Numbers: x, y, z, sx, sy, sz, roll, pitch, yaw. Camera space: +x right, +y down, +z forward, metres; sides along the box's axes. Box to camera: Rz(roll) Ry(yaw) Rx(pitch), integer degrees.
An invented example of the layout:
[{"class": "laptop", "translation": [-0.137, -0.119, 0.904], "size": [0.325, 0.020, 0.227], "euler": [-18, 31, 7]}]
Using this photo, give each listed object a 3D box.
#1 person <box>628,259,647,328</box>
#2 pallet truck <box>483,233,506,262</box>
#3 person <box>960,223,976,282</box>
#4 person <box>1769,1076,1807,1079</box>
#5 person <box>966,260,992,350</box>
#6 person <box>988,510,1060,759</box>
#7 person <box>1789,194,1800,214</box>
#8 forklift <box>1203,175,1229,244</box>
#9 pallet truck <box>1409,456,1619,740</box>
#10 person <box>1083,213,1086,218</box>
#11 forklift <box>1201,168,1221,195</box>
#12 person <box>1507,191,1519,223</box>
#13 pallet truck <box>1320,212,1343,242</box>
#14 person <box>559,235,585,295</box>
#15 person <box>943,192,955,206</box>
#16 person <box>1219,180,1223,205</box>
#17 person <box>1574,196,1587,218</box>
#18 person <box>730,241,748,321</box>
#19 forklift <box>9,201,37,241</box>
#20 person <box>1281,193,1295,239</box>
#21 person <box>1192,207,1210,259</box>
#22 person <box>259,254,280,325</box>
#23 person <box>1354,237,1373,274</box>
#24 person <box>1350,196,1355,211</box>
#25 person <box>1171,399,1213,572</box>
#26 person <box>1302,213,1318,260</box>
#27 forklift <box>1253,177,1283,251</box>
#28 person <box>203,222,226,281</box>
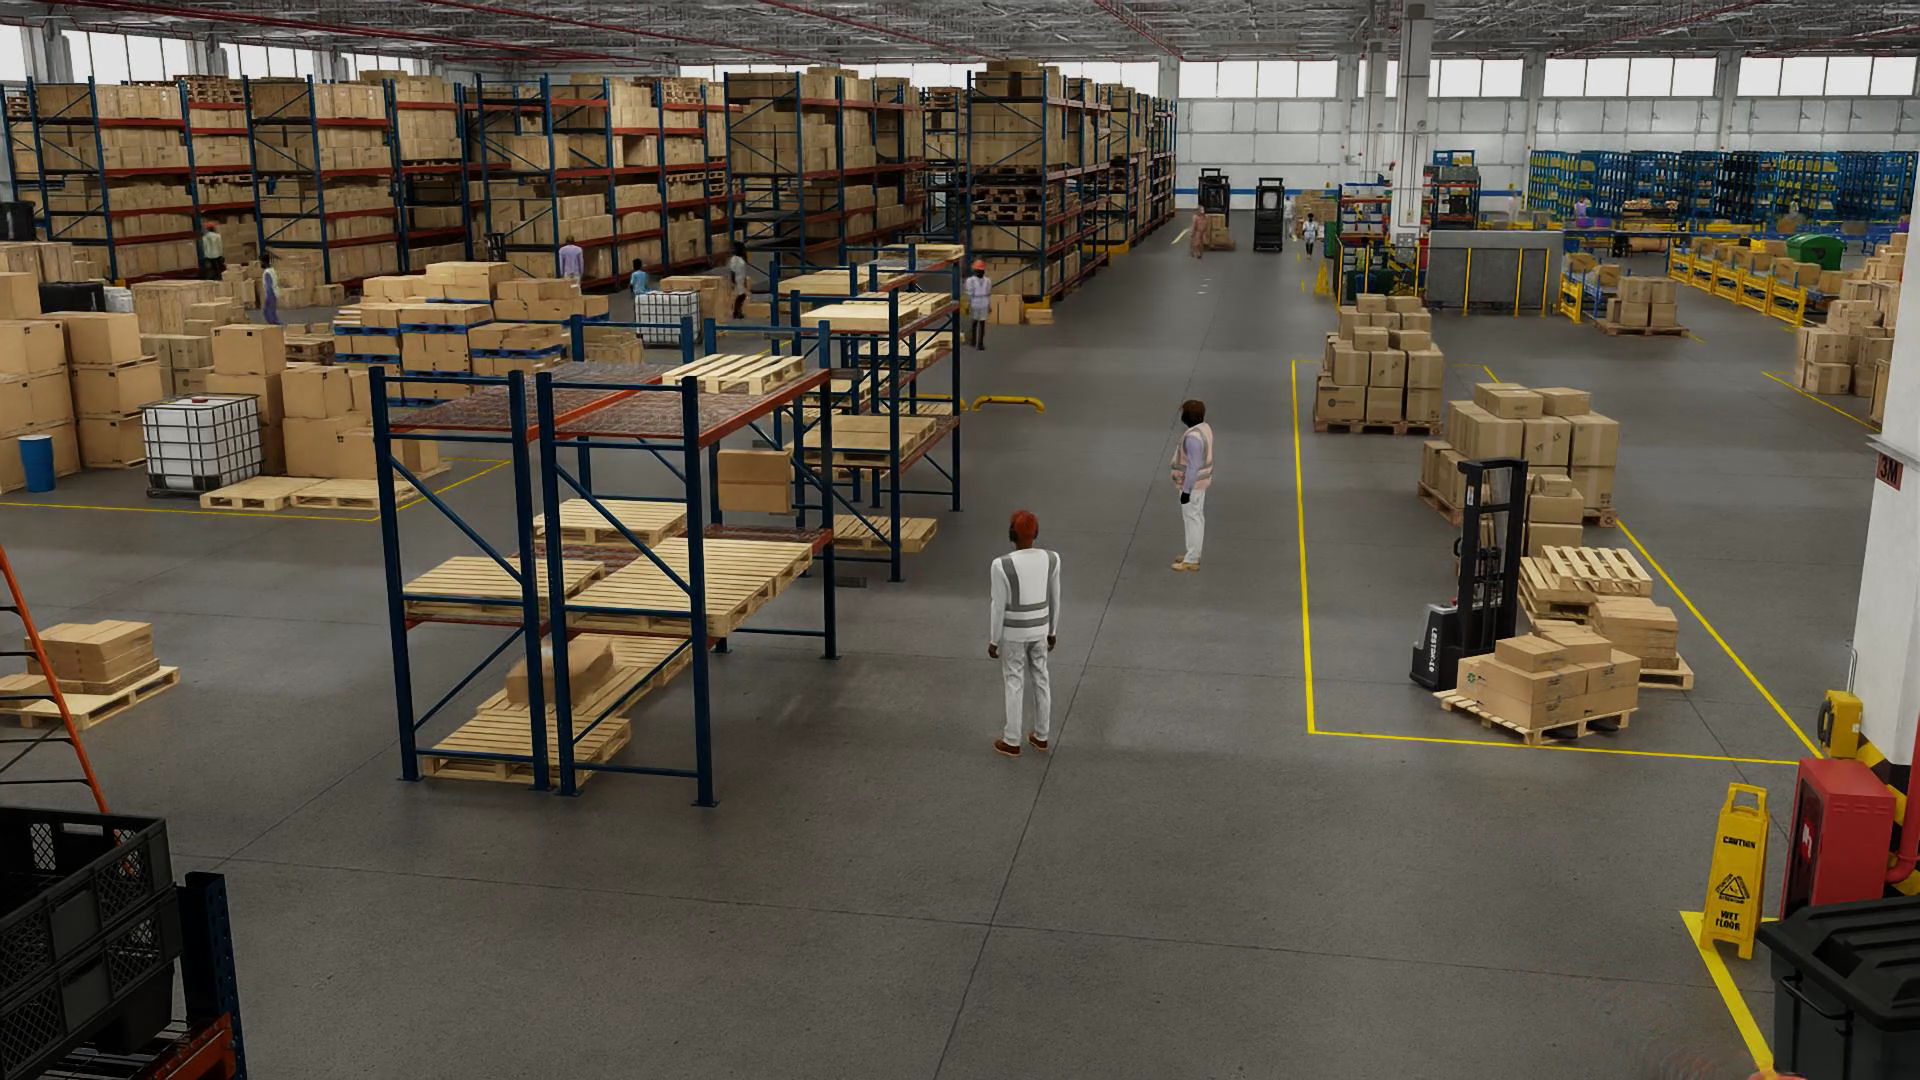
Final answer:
[{"class": "person", "translation": [-7.536, -5.820, 39.351], "size": [0.842, 1.661, 0.528], "euler": [5, 15, 19]}, {"class": "pallet truck", "translation": [-11.832, -7.026, 43.548], "size": [1.885, 1.965, 0.823], "euler": [8, 16, 28]}, {"class": "person", "translation": [0.282, -8.894, 51.327], "size": [0.399, 1.905, 0.643], "euler": [-12, 18, -39]}, {"class": "person", "translation": [2.363, 2.470, 5.037], "size": [0.619, 1.976, 0.679], "euler": [-9, 17, -34]}, {"class": "person", "translation": [0.422, -4.999, 35.468], "size": [0.578, 1.923, 0.403], "euler": [-4, 14, -17]}, {"class": "person", "translation": [0.476, 0.700, 12.414], "size": [0.575, 1.884, 0.355], "euler": [-7, 15, -26]}, {"class": "person", "translation": [37.363, -14.560, 74.522], "size": [0.417, 1.823, 0.621], "euler": [12, 18, 41]}, {"class": "forklift", "translation": [10.454, -13.467, 67.881], "size": [1.129, 2.768, 1.873], "euler": [3, 14, 10]}, {"class": "pallet truck", "translation": [4.504, 0.400, 13.395], "size": [0.823, 1.965, 1.885], "euler": [-6, 15, -23]}, {"class": "person", "translation": [5.776, -15.446, 77.920], "size": [0.409, 1.906, 0.652], "euler": [-9, 16, -32]}, {"class": "forklift", "translation": [12.185, -16.703, 81.020], "size": [1.129, 2.768, 1.873], "euler": [3, 14, 10]}, {"class": "person", "translation": [25.550, -15.203, 76.980], "size": [0.655, 1.889, 0.755], "euler": [-6, 15, -23]}, {"class": "pallet truck", "translation": [15.874, -13.227, 70.310], "size": [0.680, 1.201, 1.601], "euler": [10, 17, 35]}, {"class": "person", "translation": [-10.189, -7.034, 43.733], "size": [0.633, 1.929, 0.394], "euler": [-2, 14, -8]}, {"class": "person", "translation": [-0.592, -17.552, 86.673], "size": [0.613, 1.815, 0.510], "euler": [3, 14, 10]}, {"class": "person", "translation": [14.581, -19.082, 92.668], "size": [0.798, 1.905, 0.562], "euler": [4, 14, 16]}, {"class": "person", "translation": [26.922, -14.007, 72.220], "size": [0.565, 1.836, 0.398], "euler": [-2, 14, -9]}, {"class": "person", "translation": [-5.385, -6.372, 40.985], "size": [0.614, 1.942, 0.635], "euler": [3, 14, 12]}, {"class": "forklift", "translation": [-24.136, -7.368, 43.119], "size": [1.873, 2.768, 1.129], "euler": [-3, 14, -13]}, {"class": "person", "translation": [14.219, -14.084, 72.312], "size": [0.623, 1.933, 0.480], "euler": [-1, 14, -4]}, {"class": "person", "translation": [8.839, -11.191, 60.673], "size": [0.680, 1.883, 0.688], "euler": [-6, 15, -23]}, {"class": "person", "translation": [-15.564, -5.464, 37.384], "size": [0.538, 1.904, 0.619], "euler": [-5, 15, -18]}, {"class": "person", "translation": [11.386, -7.711, 46.946], "size": [0.534, 1.698, 0.318], "euler": [8, 16, 30]}, {"class": "person", "translation": [20.656, -17.776, 87.741], "size": [0.485, 1.735, 0.347], "euler": [-11, 17, -37]}, {"class": "person", "translation": [2.461, -0.585, 17.720], "size": [0.429, 1.844, 0.627], "euler": [4, 14, 16]}, {"class": "person", "translation": [12.800, -11.120, 60.840], "size": [0.539, 1.670, 0.769], "euler": [4, 14, 15]}, {"class": "forklift", "translation": [12.083, -12.747, 64.956], "size": [1.129, 2.768, 1.873], "euler": [3, 14, 10]}, {"class": "person", "translation": [-22.105, -8.443, 49.337], "size": [0.638, 1.973, 0.439], "euler": [3, 14, 12]}]
